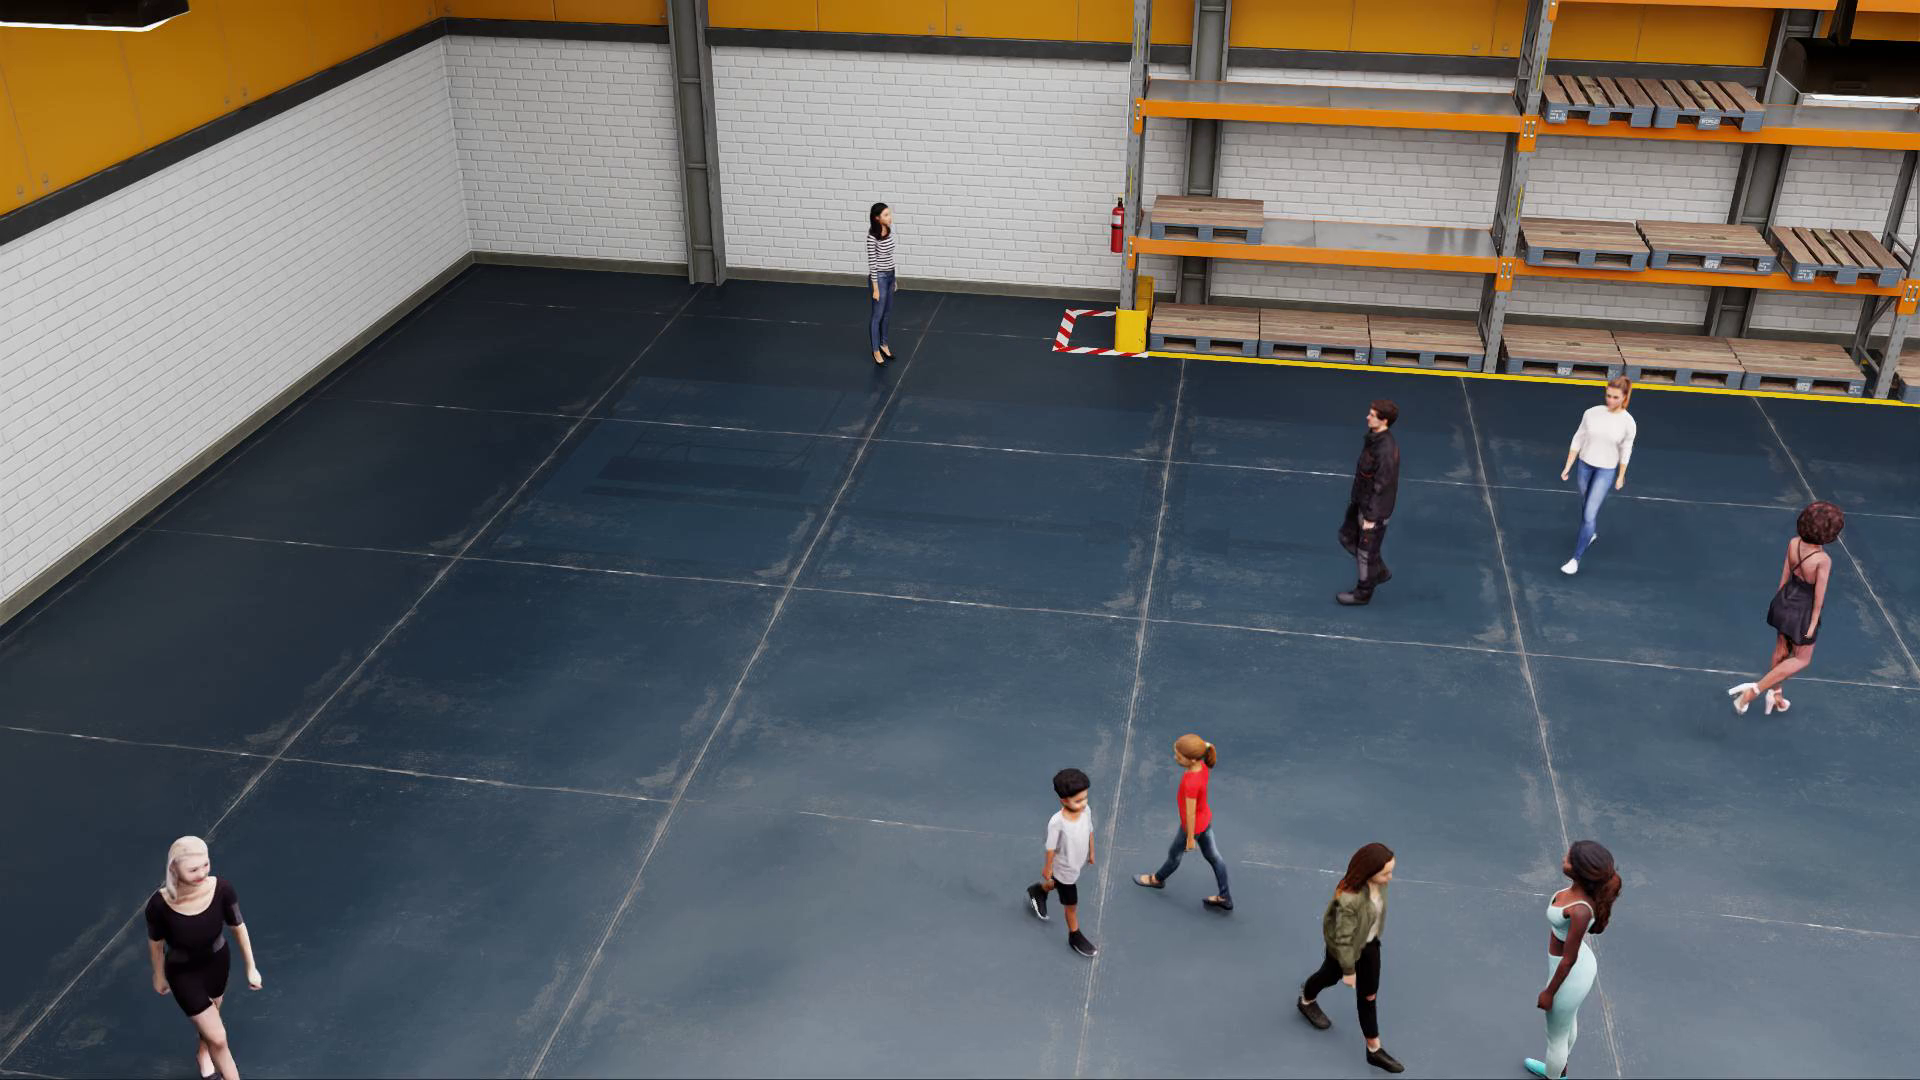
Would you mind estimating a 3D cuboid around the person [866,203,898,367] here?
[{"bbox_3d":[-0.849,-2.779,18.036,0.577,1.796,0.630,14,32,24],"label":"person"}]

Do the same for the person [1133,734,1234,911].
[{"bbox_3d":[1.518,1.760,10.256,0.937,1.277,0.658,14,32,25],"label":"person"}]

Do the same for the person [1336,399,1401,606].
[{"bbox_3d":[3.410,-0.289,13.434,0.772,1.830,0.792,0,29,0],"label":"person"}]

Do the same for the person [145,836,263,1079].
[{"bbox_3d":[-4.066,2.271,8.800,0.949,1.776,1.091,-20,35,-33],"label":"person"}]

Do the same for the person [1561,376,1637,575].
[{"bbox_3d":[5.435,-0.598,14.156,1.089,1.682,1.114,-25,38,-38],"label":"person"}]

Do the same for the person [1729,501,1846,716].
[{"bbox_3d":[5.933,0.556,11.943,0.969,1.775,0.799,-9,30,-16],"label":"person"}]

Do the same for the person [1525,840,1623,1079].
[{"bbox_3d":[3.213,2.301,8.797,0.632,1.725,0.630,16,32,26],"label":"person"}]

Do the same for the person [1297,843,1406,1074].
[{"bbox_3d":[2.116,2.225,9.240,0.969,1.434,1.043,-20,35,-33],"label":"person"}]

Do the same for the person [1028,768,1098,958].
[{"bbox_3d":[0.608,1.882,10.068,0.792,1.243,0.904,-24,37,-37],"label":"person"}]
